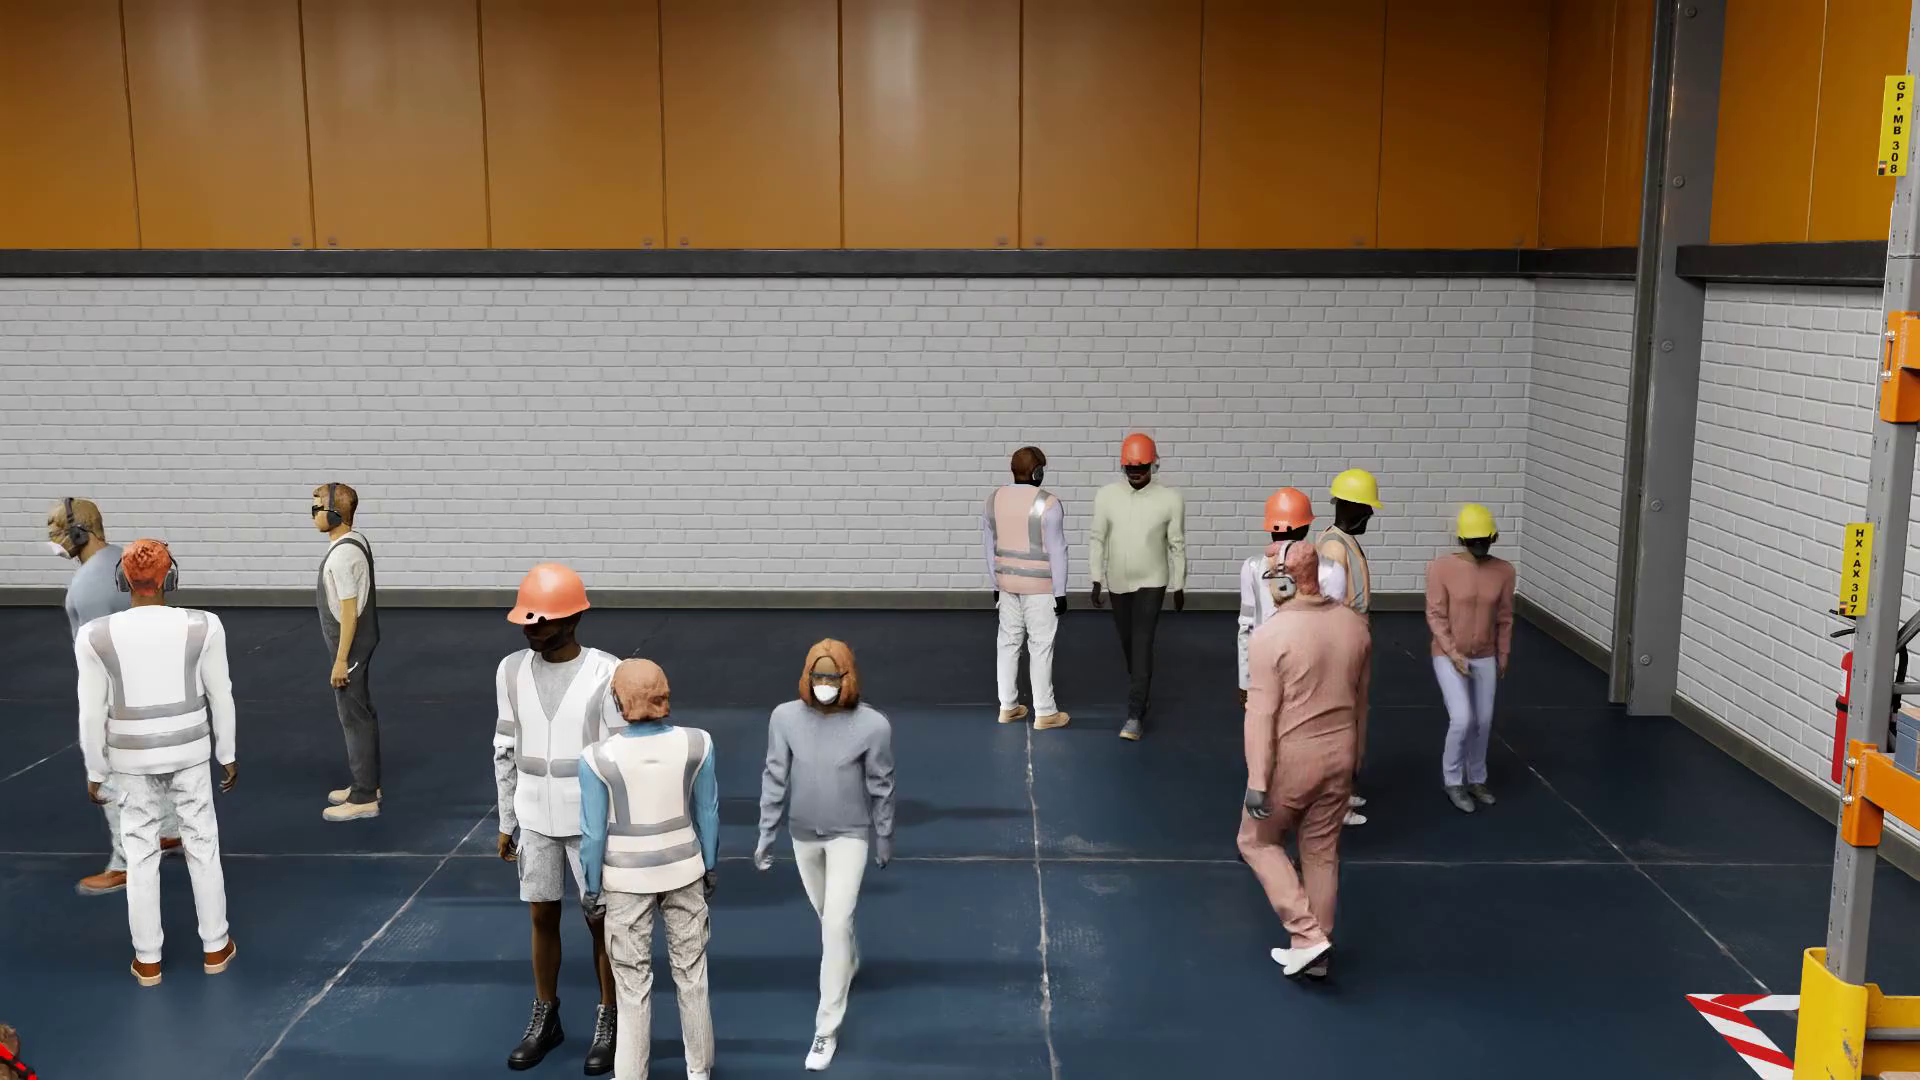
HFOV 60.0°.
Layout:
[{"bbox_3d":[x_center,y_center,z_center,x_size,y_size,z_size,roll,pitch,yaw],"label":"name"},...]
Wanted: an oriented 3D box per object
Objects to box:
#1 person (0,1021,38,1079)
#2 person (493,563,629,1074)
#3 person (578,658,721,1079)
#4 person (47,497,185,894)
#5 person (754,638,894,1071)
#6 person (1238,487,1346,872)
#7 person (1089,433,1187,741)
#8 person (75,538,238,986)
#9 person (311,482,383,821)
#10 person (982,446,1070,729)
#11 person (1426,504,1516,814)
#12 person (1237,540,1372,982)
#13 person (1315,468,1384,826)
[{"bbox_3d":[-1.519,1.668,2.723,0.597,1.819,0.566,2,10,9],"label":"person"},{"bbox_3d":[-1.472,1.036,6.185,0.552,1.933,0.361,2,10,9],"label":"person"},{"bbox_3d":[-1.101,1.223,5.947,0.513,1.640,0.311,-5,11,-25],"label":"person"},{"bbox_3d":[-4.048,0.731,8.070,0.520,1.916,0.743,-2,10,-14],"label":"person"},{"bbox_3d":[-0.506,1.151,6.532,0.501,1.591,0.862,3,10,17],"label":"person"},{"bbox_3d":[1.624,0.692,8.268,0.541,1.929,0.382,5,11,28],"label":"person"},{"bbox_3d":[1.162,0.259,10.843,0.590,1.941,1.018,4,10,23],"label":"person"},{"bbox_3d":[-3.353,0.927,6.991,0.584,1.881,0.337,-5,11,-26],"label":"person"},{"bbox_3d":[-3.344,0.599,9.067,0.337,1.845,0.514,-2,10,-13],"label":"person"},{"bbox_3d":[0.453,0.307,10.831,0.624,1.845,0.429,7,12,37],"label":"person"},{"bbox_3d":[2.789,0.644,9.154,0.536,1.723,0.508,-2,10,-11],"label":"person"},{"bbox_3d":[1.414,0.932,6.950,0.681,1.883,0.432,-6,11,-32],"label":"person"},{"bbox_3d":[2.080,0.566,9.035,0.371,1.923,0.586,2,10,14],"label":"person"}]
